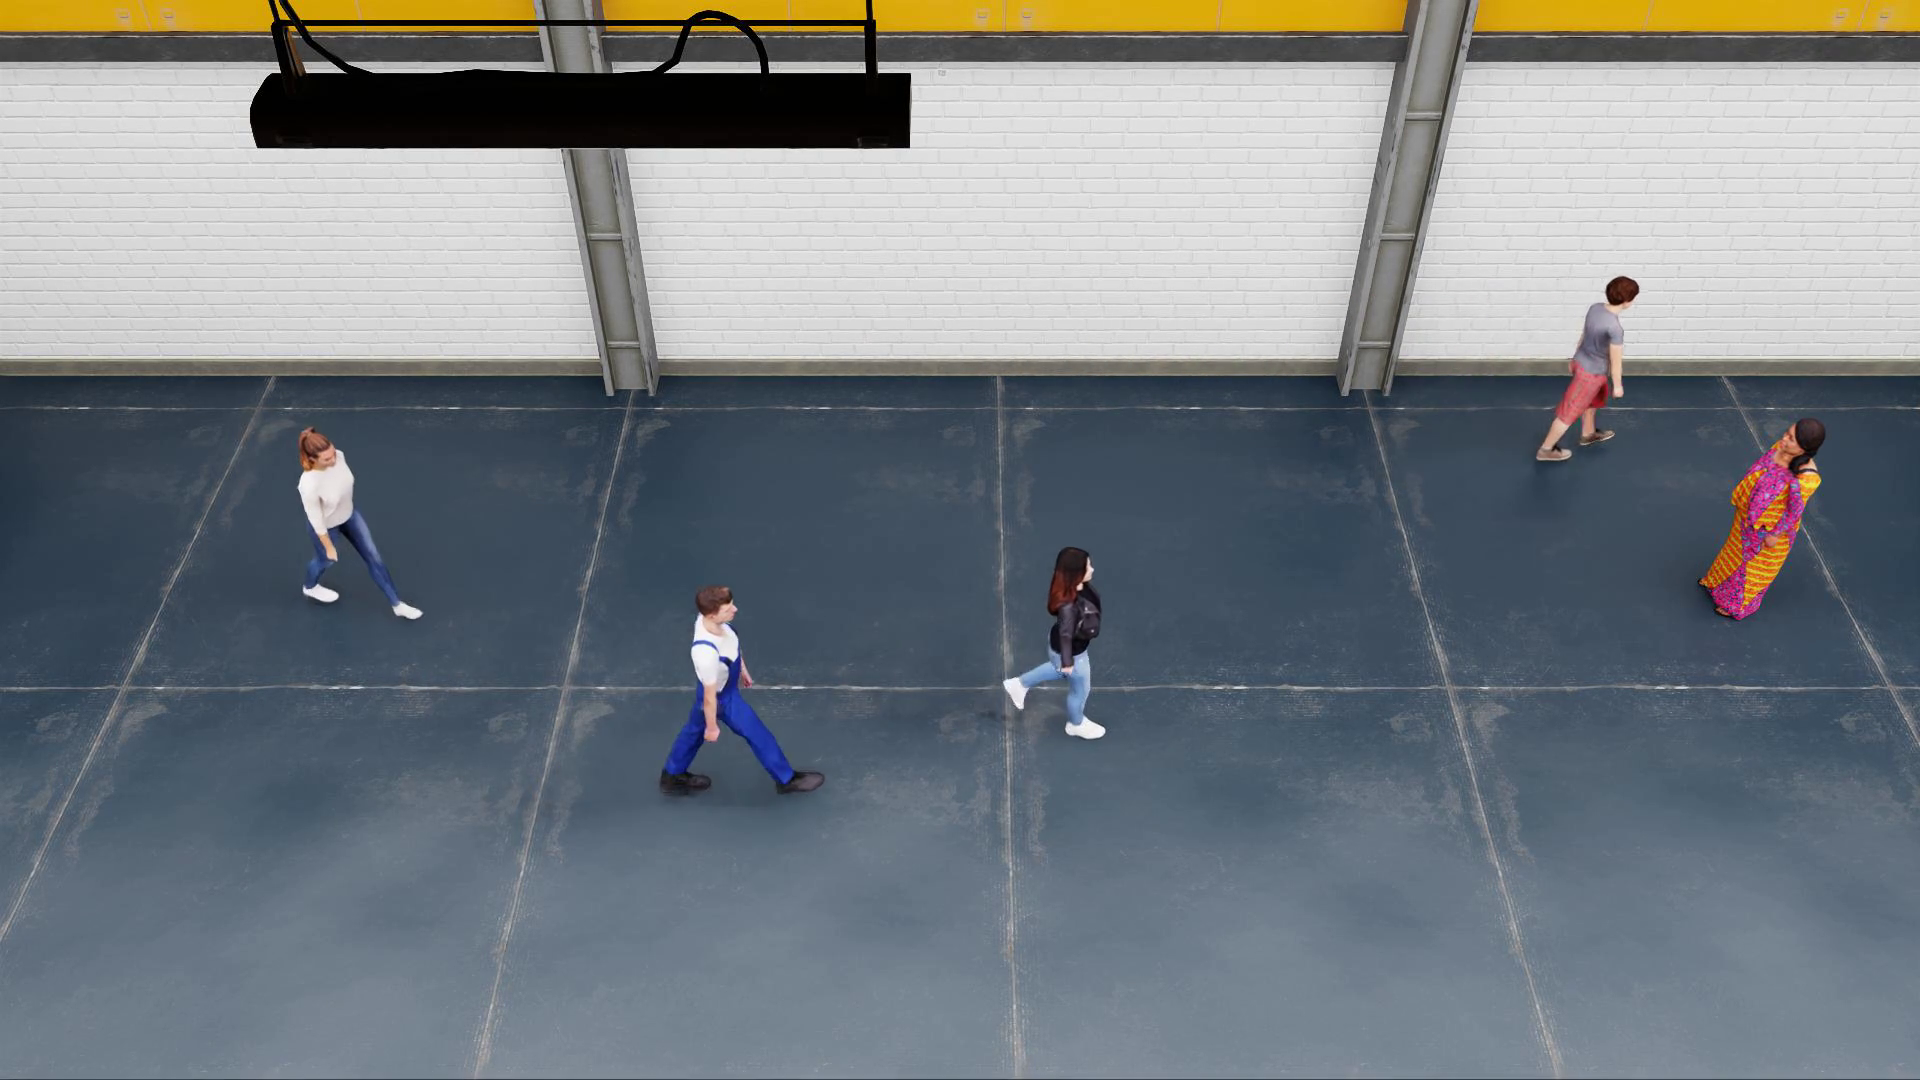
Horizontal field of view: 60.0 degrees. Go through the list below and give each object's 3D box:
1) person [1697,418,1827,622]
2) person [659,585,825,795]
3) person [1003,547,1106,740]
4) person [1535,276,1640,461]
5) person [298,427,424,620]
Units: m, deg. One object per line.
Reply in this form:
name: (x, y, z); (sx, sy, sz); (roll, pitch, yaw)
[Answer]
person: (5.488, -0.186, 11.310); (0.663, 1.686, 0.656); (-3, 44, -3)
person: (-1.534, 0.953, 10.033); (1.285, 1.798, 0.696); (-2, 44, -2)
person: (0.626, 0.656, 10.477); (0.949, 1.615, 0.705); (5, 44, 6)
person: (4.635, -1.243, 12.461); (0.892, 1.628, 0.605); (-2, 44, -2)
person: (-4.299, -0.119, 11.253); (1.258, 1.666, 0.955); (15, 46, 15)
